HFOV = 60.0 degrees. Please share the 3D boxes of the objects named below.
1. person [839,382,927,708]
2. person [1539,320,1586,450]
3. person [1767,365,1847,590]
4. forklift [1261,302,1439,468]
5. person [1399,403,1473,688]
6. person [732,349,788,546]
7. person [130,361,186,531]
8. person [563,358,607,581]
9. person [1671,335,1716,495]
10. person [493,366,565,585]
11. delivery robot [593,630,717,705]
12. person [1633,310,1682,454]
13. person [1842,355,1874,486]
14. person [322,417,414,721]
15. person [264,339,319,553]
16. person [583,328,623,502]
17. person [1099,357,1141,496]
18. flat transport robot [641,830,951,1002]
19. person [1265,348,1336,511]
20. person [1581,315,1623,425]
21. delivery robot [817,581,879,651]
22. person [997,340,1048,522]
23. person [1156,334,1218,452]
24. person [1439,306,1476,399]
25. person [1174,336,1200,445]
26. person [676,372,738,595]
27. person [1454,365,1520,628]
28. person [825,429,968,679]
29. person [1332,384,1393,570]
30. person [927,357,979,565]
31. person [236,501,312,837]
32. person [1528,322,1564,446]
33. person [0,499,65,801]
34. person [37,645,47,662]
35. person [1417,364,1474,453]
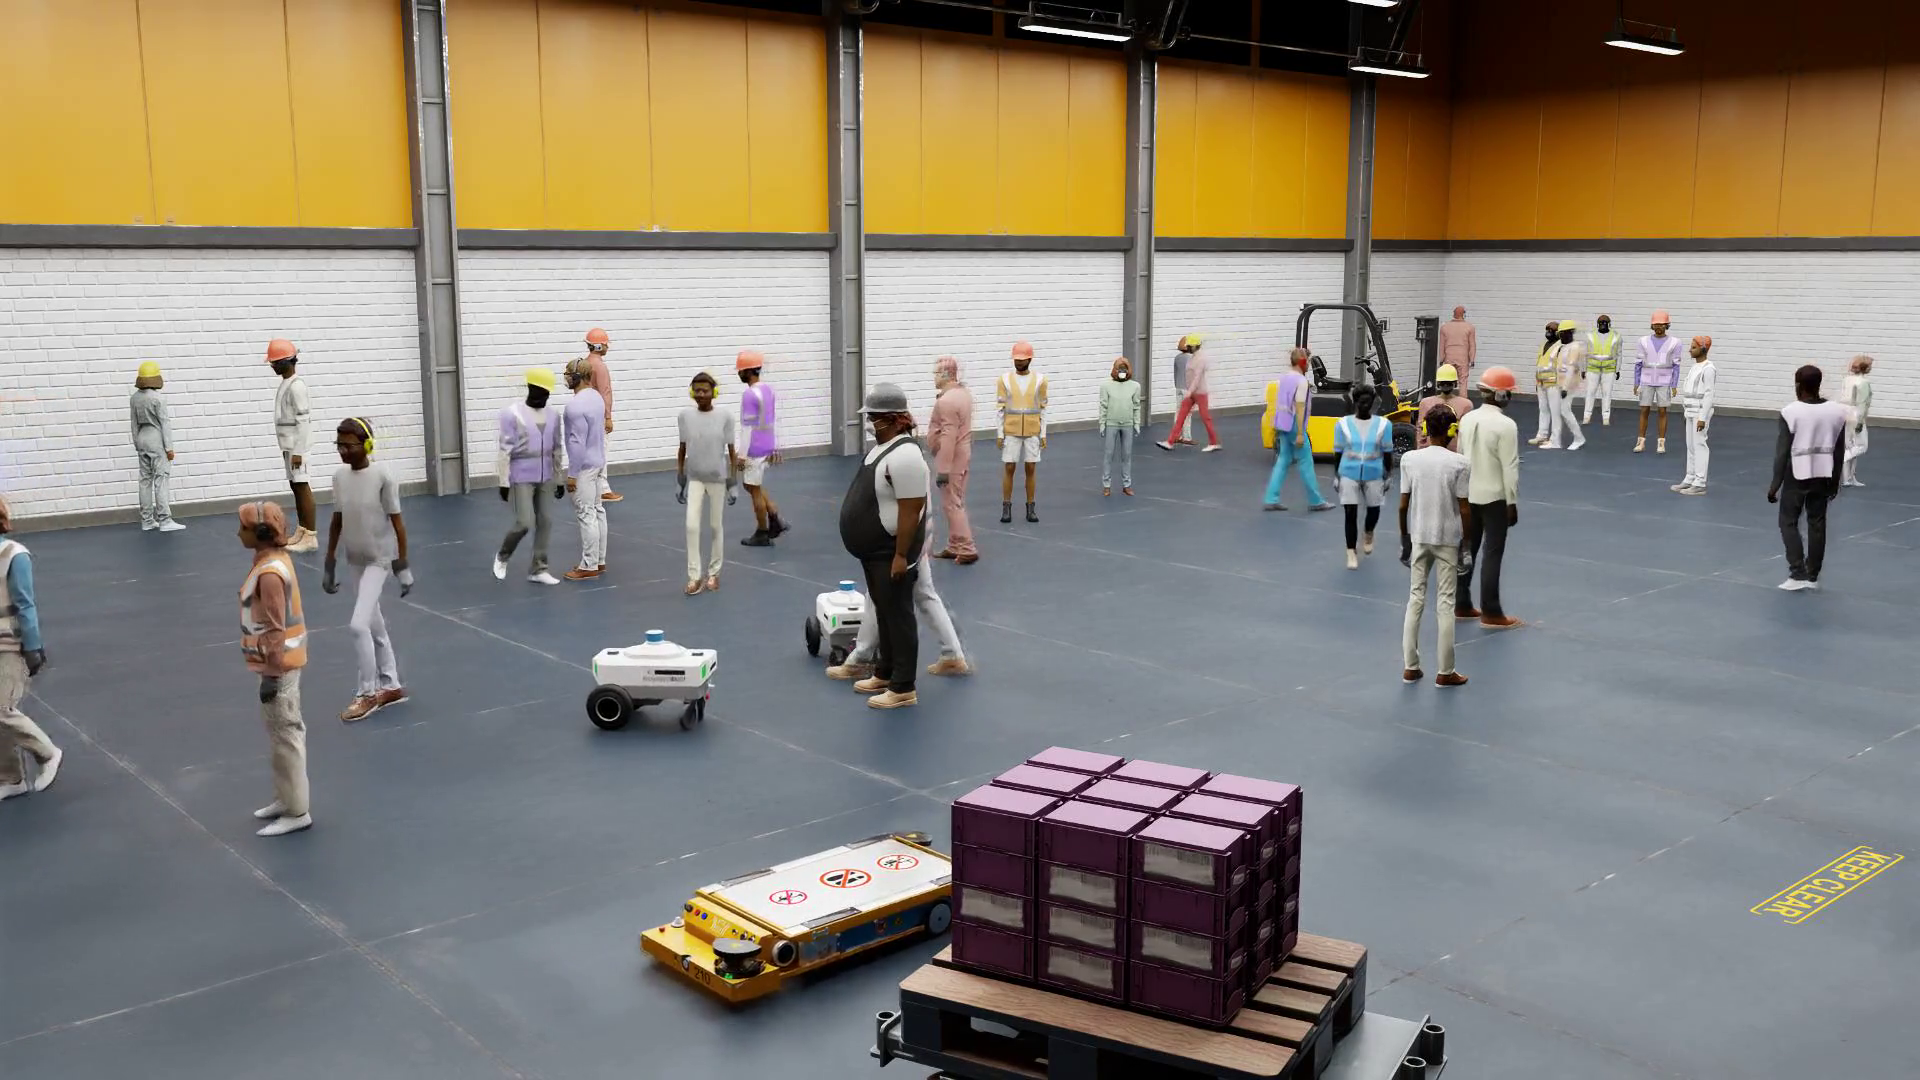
[{"bbox_3d":[-0.487,0.024,10.446,0.539,2.000,0.689,-3,10,-15],"label":"person"},{"bbox_3d":[8.838,-2.245,24.175,0.637,1.891,0.644,1,10,3],"label":"person"},{"bbox_3d":[7.155,-0.503,14.009,0.652,1.907,0.435,-1,10,-4],"label":"person"},{"bbox_3d":[5.320,-2.157,22.763,2.313,2.155,1.214,3,10,16],"label":"forklift"},{"bbox_3d":[3.122,0.036,10.899,0.507,1.865,0.329,8,12,38],"label":"person"},{"bbox_3d":[-1.996,-0.877,16.076,0.401,1.920,0.539,2,10,12],"label":"person"},{"bbox_3d":[-8.263,-0.962,17.085,0.494,1.742,0.306,4,11,23],"label":"person"},{"bbox_3d":[-3.277,-0.614,14.480,0.372,1.940,0.630,1,10,5],"label":"person"},{"bbox_3d":[8.718,-1.475,19.685,0.356,1.883,0.574,1,10,5],"label":"person"},{"bbox_3d":[-3.672,-0.547,14.206,0.581,1.892,0.606,7,12,35],"label":"person"},{"bbox_3d":[-1.836,0.787,10.048,0.707,0.478,0.477,0,10,3],"label":"delivery robot"},{"bbox_3d":[9.933,-2.247,23.732,0.607,2.044,0.374,5,11,29],"label":"person"},{"bbox_3d":[10.836,-1.440,20.250,0.467,1.624,0.516,1,10,3],"label":"person"},{"bbox_3d":[-3.685,0.174,10.136,0.574,1.837,0.710,5,11,28],"label":"person"},{"bbox_3d":[-6.361,-0.891,15.821,0.392,2.034,0.605,-6,11,-31],"label":"person"},{"bbox_3d":[-4.158,-1.438,19.138,0.384,1.992,0.623,-7,12,-37],"label":"person"},{"bbox_3d":[1.877,-1.330,19.562,0.497,1.633,0.289,-1,10,-6],"label":"person"},{"bbox_3d":[-0.532,1.515,6.890,1.431,0.197,0.652,-9,13,-41],"label":"flat transport robot"},{"bbox_3d":[3.739,-1.207,18.326,0.803,1.806,0.589,-3,10,-15],"label":"person"},{"bbox_3d":[10.695,-2.832,27.749,0.631,1.842,0.428,4,10,22],"label":"person"},{"bbox_3d":[-0.785,0.528,11.562,0.477,0.478,0.707,-2,10,-13],"label":"delivery robot"},{"bbox_3d":[0.661,-1.143,17.588,0.547,1.934,0.376,0,10,-2],"label":"person"},{"bbox_3d":[3.308,-2.094,23.835,0.964,1.699,0.522,-4,11,-24],"label":"person"},{"bbox_3d":[9.054,-3.296,30.274,0.652,1.906,0.402,5,11,28],"label":"person"},{"bbox_3d":[3.372,-2.226,24.801,0.286,1.636,0.499,-5,11,-29],"label":"person"},{"bbox_3d":[-2.127,-0.458,13.821,0.554,1.846,0.767,0,10,1],"label":"person"},{"bbox_3d":[4.027,-0.331,12.655,0.393,1.992,0.621,-4,11,-23],"label":"person"},{"bbox_3d":[-0.385,0.049,11.043,0.936,1.798,0.637,2,10,10],"label":"person"},{"bbox_3d":[3.638,-0.592,15.089,0.539,1.679,0.558,2,10,10],"label":"person"},{"bbox_3d":[-0.035,-0.710,15.225,0.550,1.905,0.692,2,10,12],"label":"person"},{"bbox_3d":[-3.353,0.617,8.145,0.311,1.638,0.516,-3,10,-19],"label":"person"},{"bbox_3d":[8.774,-2.320,24.743,0.429,1.846,0.626,-3,10,-17],"label":"person"},{"bbox_3d":[-4.928,0.561,8.509,0.534,1.623,0.370,5,11,26],"label":"person"},{"bbox_3d":[-6.797,-0.040,11.278,1.002,1.879,0.572,-3,10,-16],"label":"person"},{"bbox_3d":[4.741,-0.838,16.294,0.526,1.768,0.330,3,10,15],"label":"person"}]
